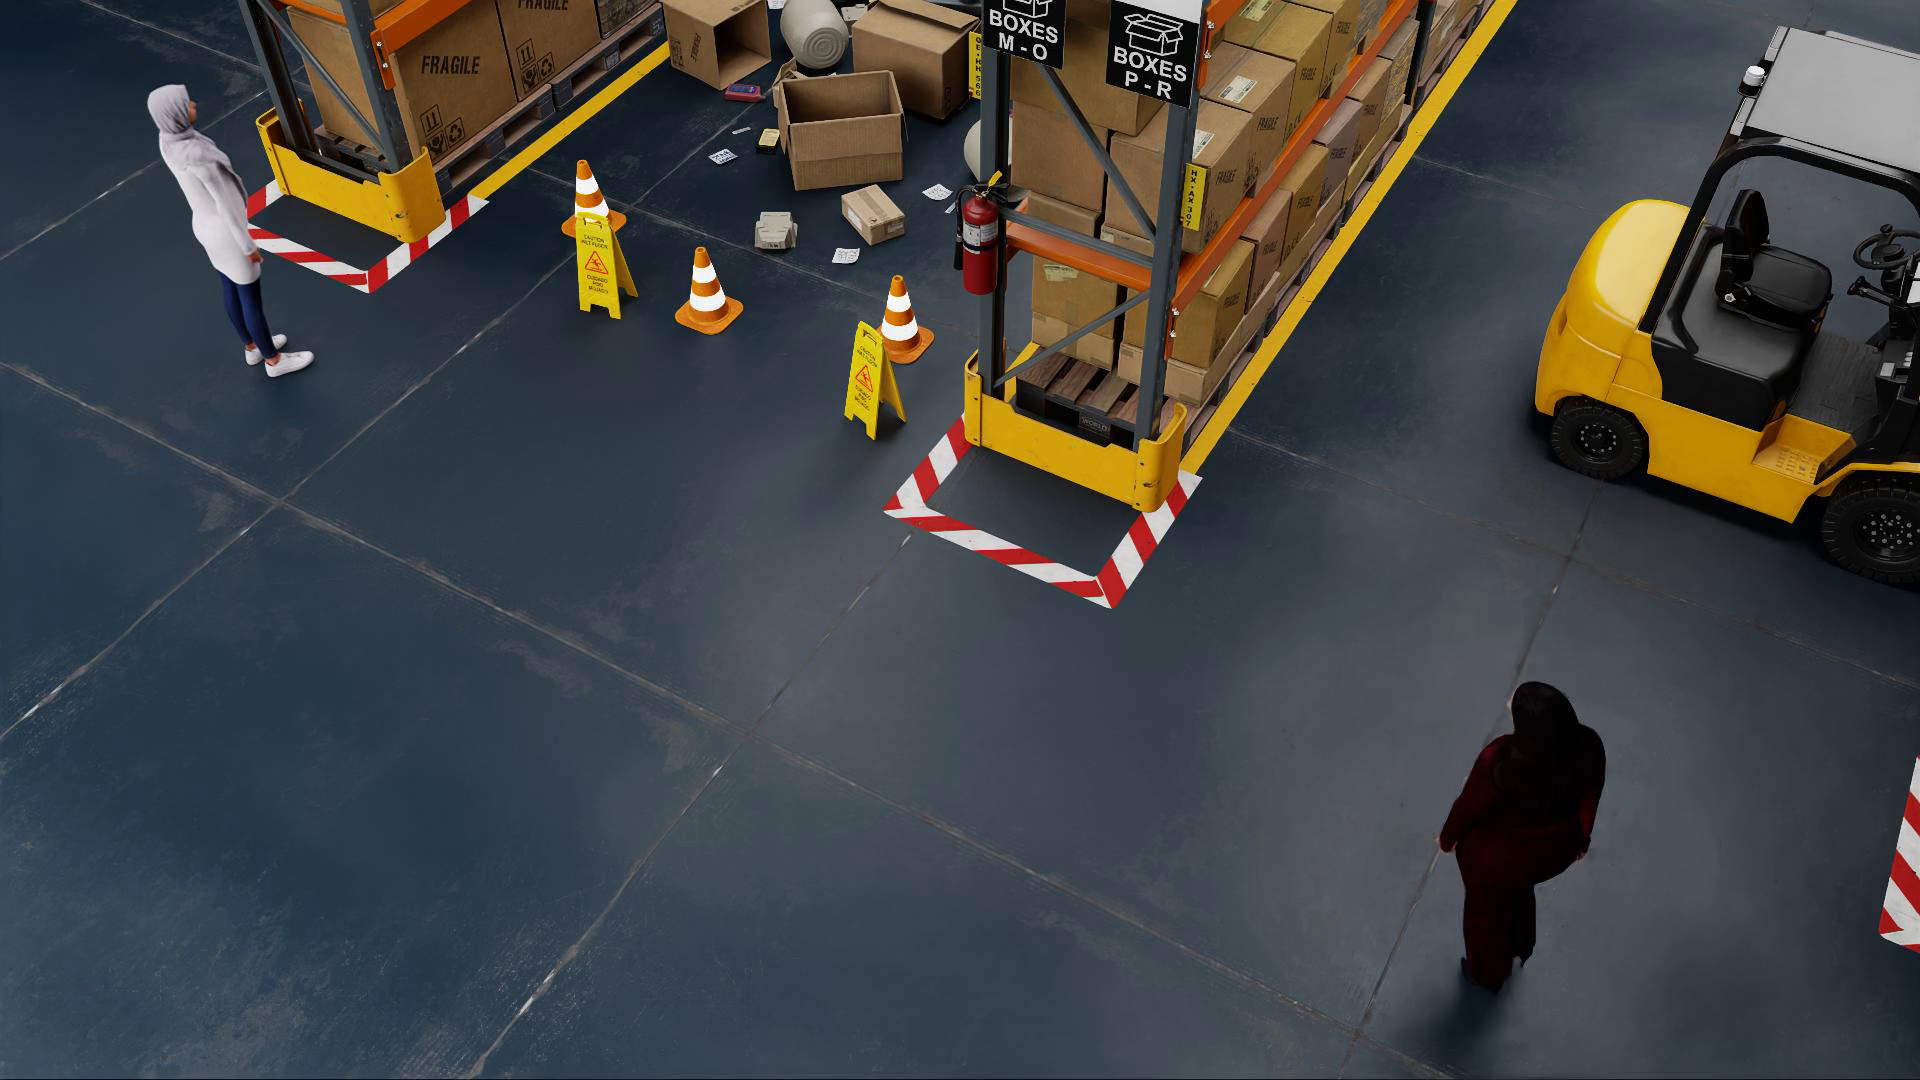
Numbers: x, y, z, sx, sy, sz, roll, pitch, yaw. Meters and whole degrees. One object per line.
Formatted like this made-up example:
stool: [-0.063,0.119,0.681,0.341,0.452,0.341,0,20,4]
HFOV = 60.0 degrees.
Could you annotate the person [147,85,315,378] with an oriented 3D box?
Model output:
person: [-3.931,-1.627,8.866,0.658,1.775,0.607,35,56,28]

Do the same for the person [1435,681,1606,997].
person: [2.161,1.198,6.294,0.828,1.716,0.896,-6,48,-6]
